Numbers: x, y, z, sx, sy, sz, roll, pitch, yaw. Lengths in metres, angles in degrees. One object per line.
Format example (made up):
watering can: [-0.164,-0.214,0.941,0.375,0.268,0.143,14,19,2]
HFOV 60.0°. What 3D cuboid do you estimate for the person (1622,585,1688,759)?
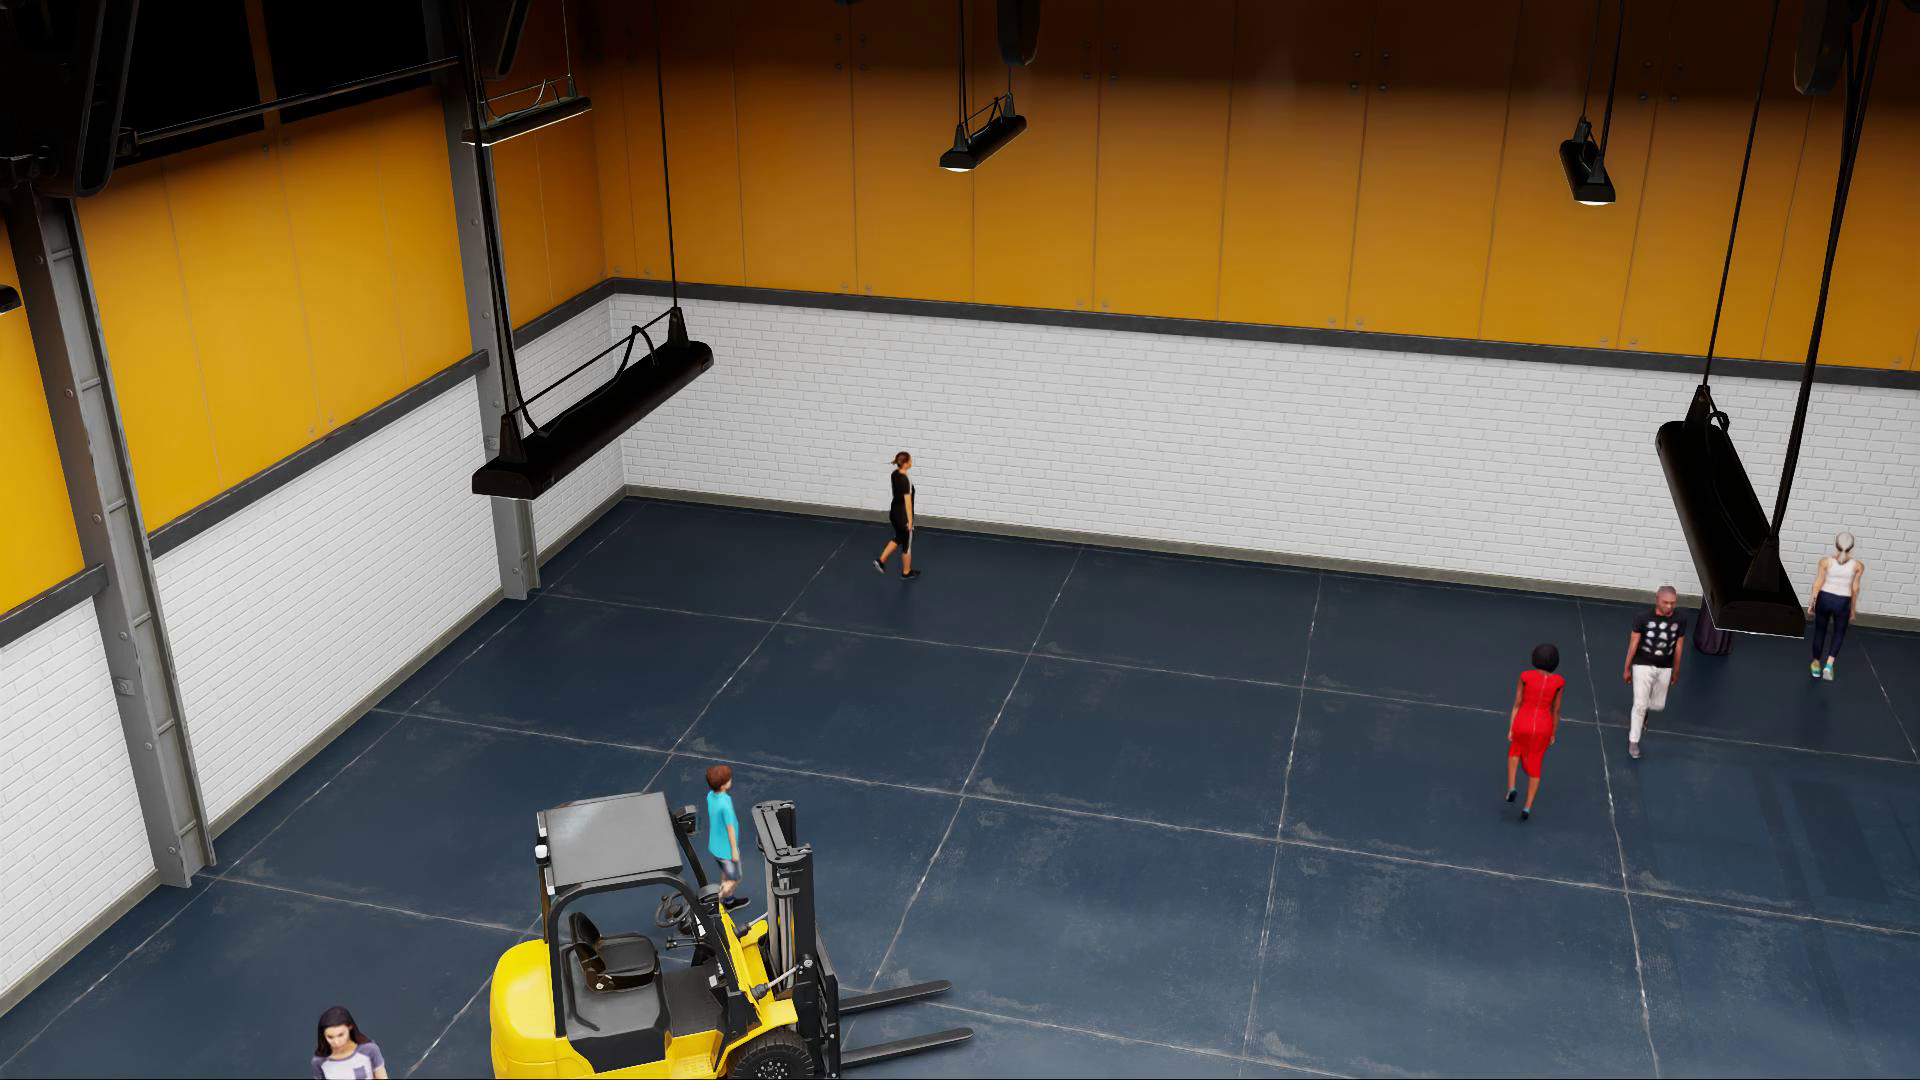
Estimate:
person: [6.815,1.233,16.388,0.695,1.785,0.956,6,24,13]

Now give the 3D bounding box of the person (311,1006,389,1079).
person: [-3.923,3.705,10.869,1.098,1.676,1.214,-11,26,-23]

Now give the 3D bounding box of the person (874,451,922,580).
person: [-0.768,-0.282,20.009,0.933,1.660,0.879,-12,26,-25]

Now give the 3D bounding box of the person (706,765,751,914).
person: [-2.015,2.540,13.828,0.844,1.441,0.778,-14,27,-29]

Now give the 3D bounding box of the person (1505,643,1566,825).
person: [5.231,1.784,15.211,0.585,1.717,0.692,6,24,13]

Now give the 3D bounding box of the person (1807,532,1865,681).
person: [9.261,0.741,17.627,0.703,1.695,0.888,11,26,23]
